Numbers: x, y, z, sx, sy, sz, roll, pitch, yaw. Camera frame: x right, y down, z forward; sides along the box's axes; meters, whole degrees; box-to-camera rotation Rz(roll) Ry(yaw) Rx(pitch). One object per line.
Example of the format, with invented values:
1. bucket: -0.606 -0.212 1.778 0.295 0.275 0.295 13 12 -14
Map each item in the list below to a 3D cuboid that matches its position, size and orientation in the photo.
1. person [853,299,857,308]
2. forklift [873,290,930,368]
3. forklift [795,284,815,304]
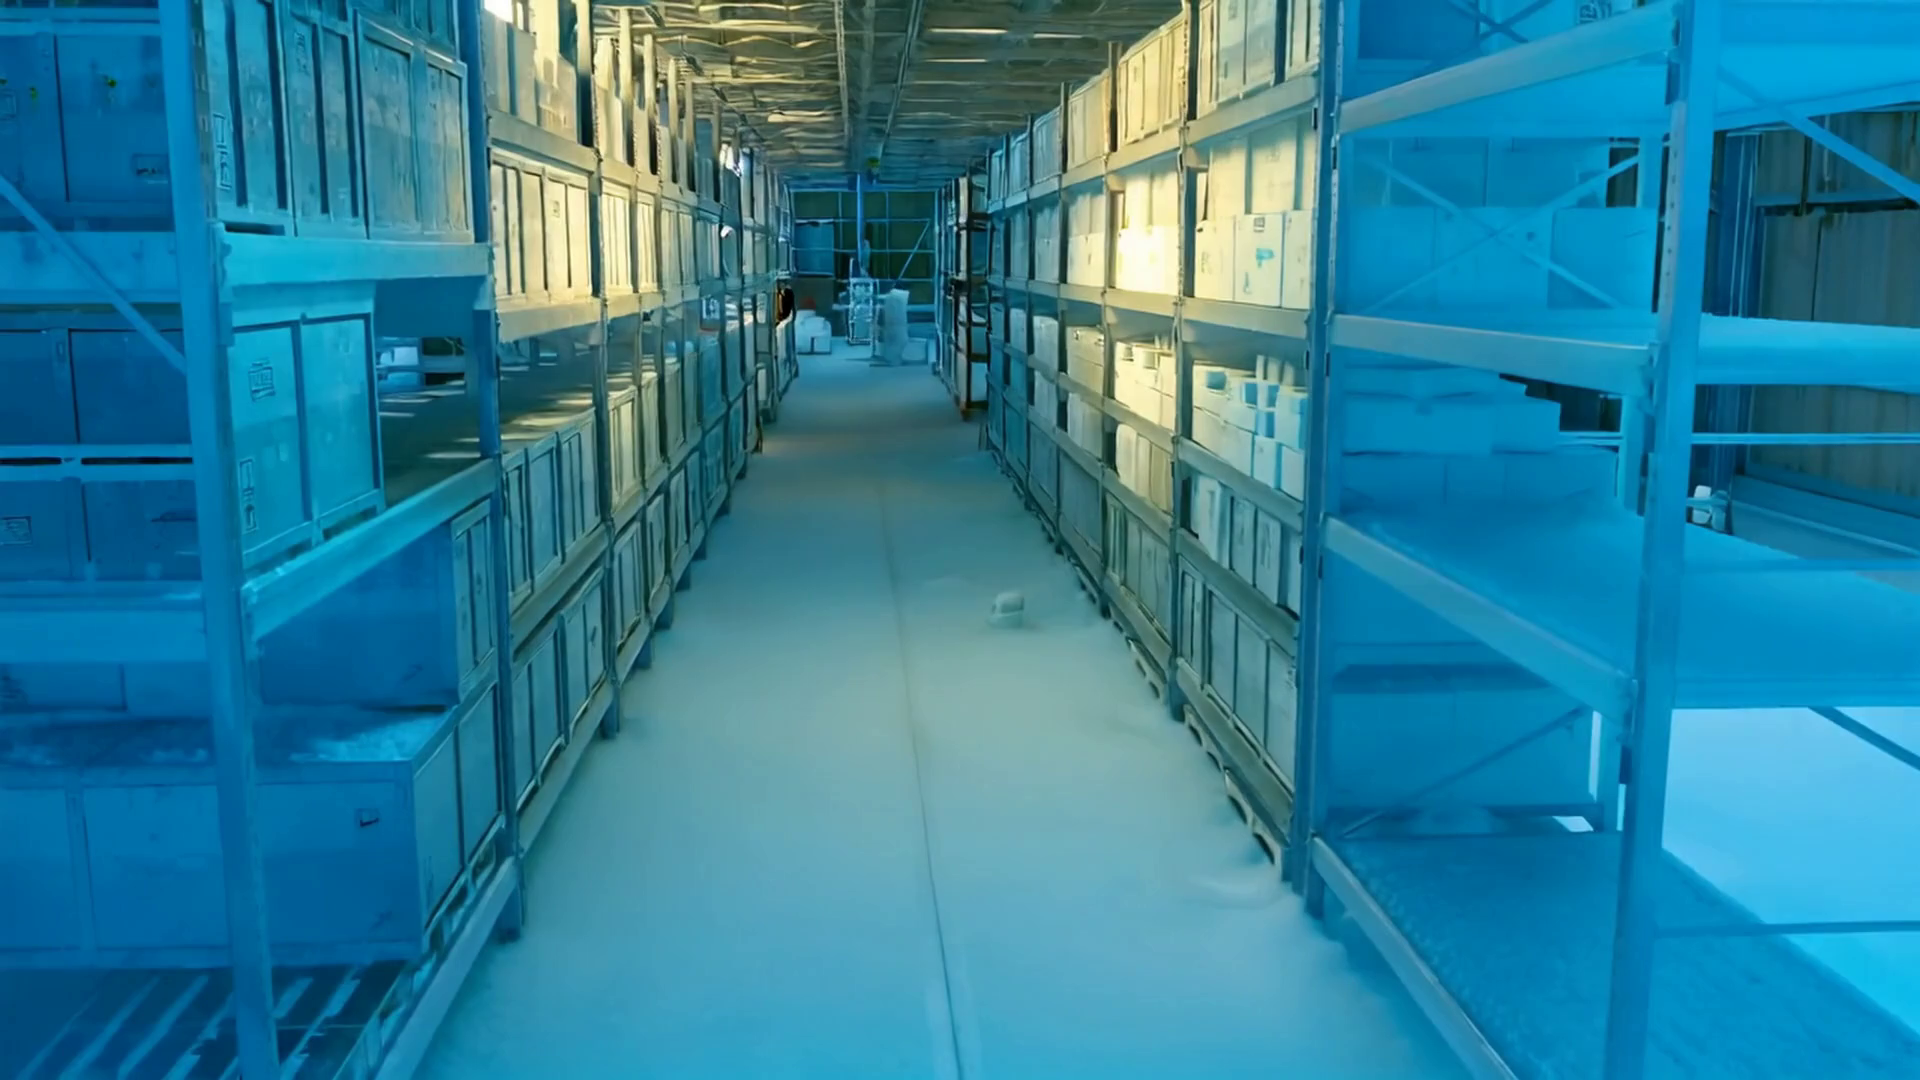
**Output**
1. person: -5.680 -12.099 89.854 0.456 1.850 0.651 -1 10 -9
2. forklift: -2.125 -7.693 60.422 1.873 2.768 1.129 -3 10 -19
3. forklift: -7.102 -10.351 76.299 1.129 2.768 1.873 -1 10 -7
